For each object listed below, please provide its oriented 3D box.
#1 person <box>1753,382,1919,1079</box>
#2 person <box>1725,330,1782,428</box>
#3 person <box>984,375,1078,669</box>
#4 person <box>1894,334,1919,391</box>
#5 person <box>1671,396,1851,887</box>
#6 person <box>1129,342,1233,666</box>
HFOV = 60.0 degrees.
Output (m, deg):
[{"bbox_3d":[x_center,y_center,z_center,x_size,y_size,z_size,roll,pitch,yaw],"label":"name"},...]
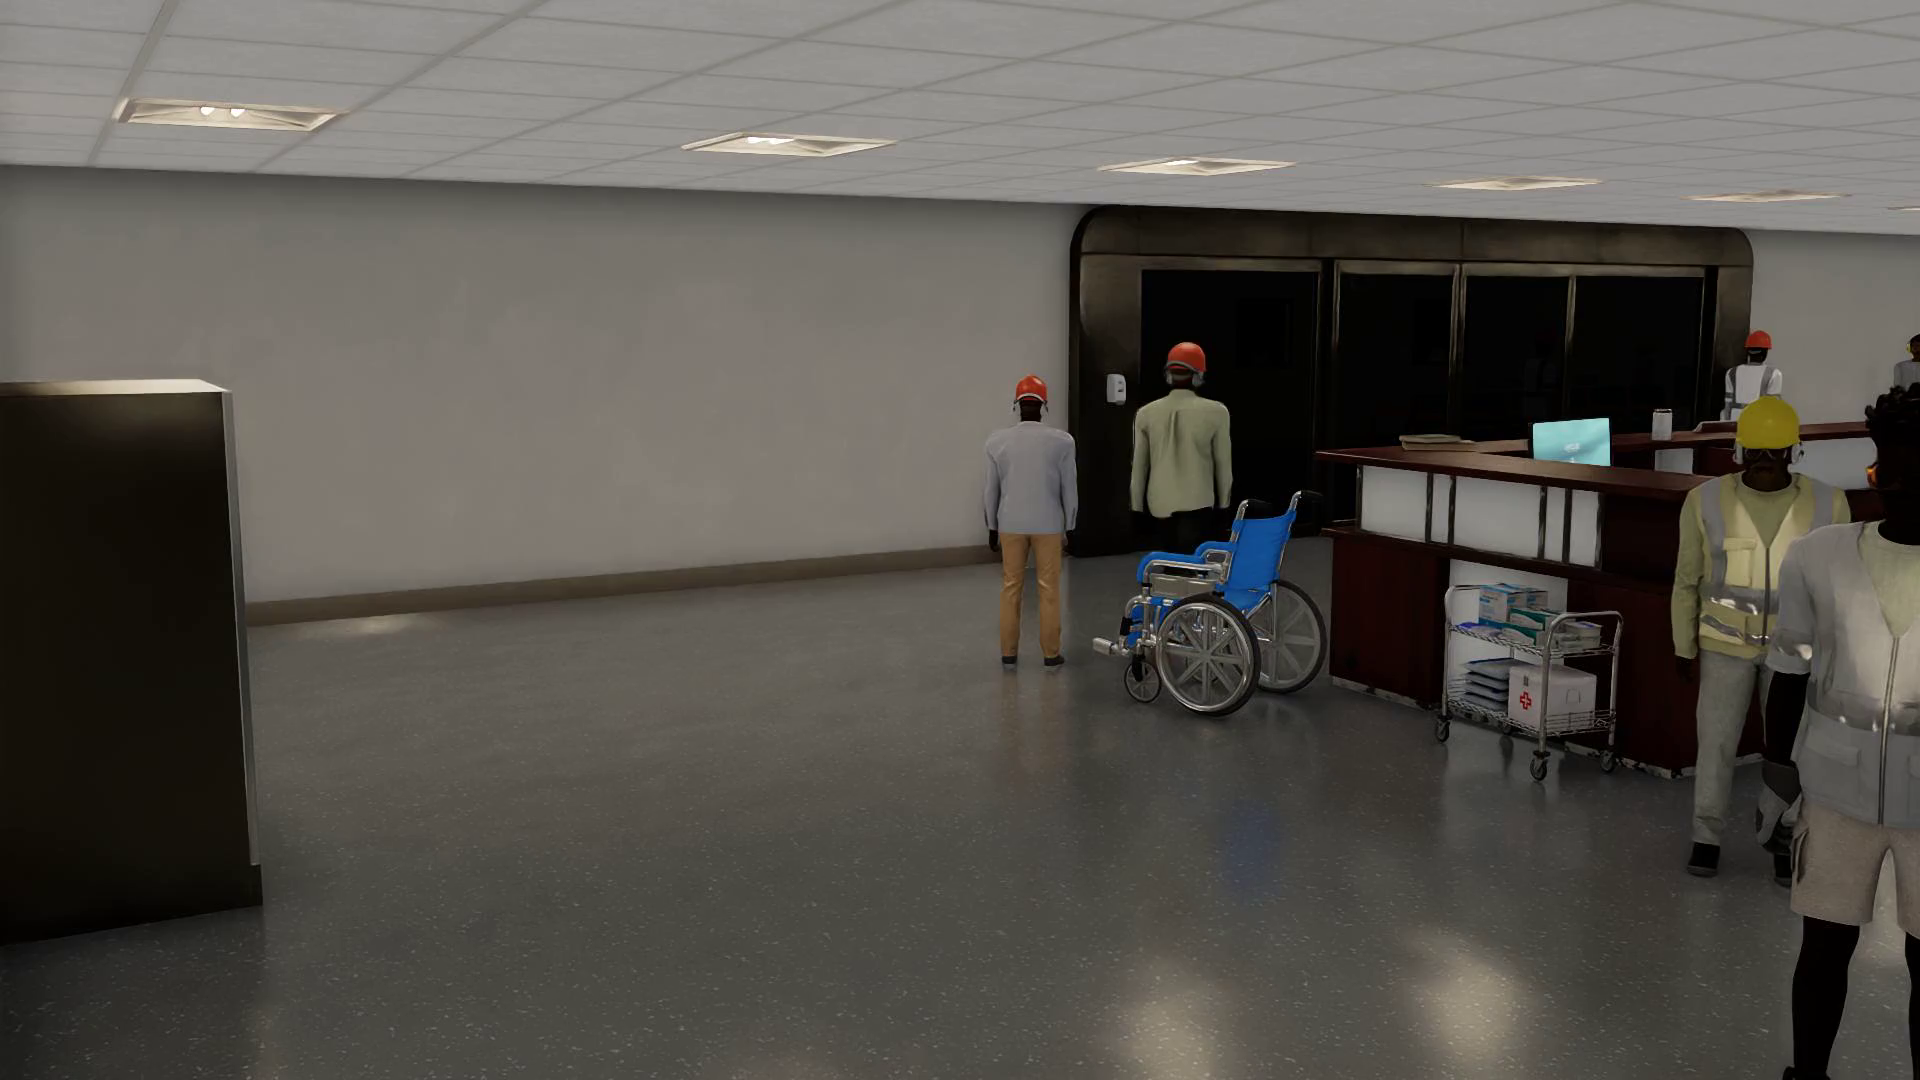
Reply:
[{"bbox_3d":[2.224,0.606,3.961,0.614,1.962,0.366,6,10,39],"label":"person"},{"bbox_3d":[7.829,-1.097,16.425,0.388,1.930,0.546,-7,11,-41],"label":"person"},{"bbox_3d":[0.426,-0.107,9.914,0.565,1.743,0.354,2,8,12],"label":"person"},{"bbox_3d":[11.098,-1.461,19.336,0.498,1.860,0.328,4,9,25],"label":"person"},{"bbox_3d":[2.961,0.375,6.177,0.598,1.823,0.409,3,8,21],"label":"person"},{"bbox_3d":[1.319,-0.230,10.093,0.598,1.950,1.005,5,9,30],"label":"person"}]
